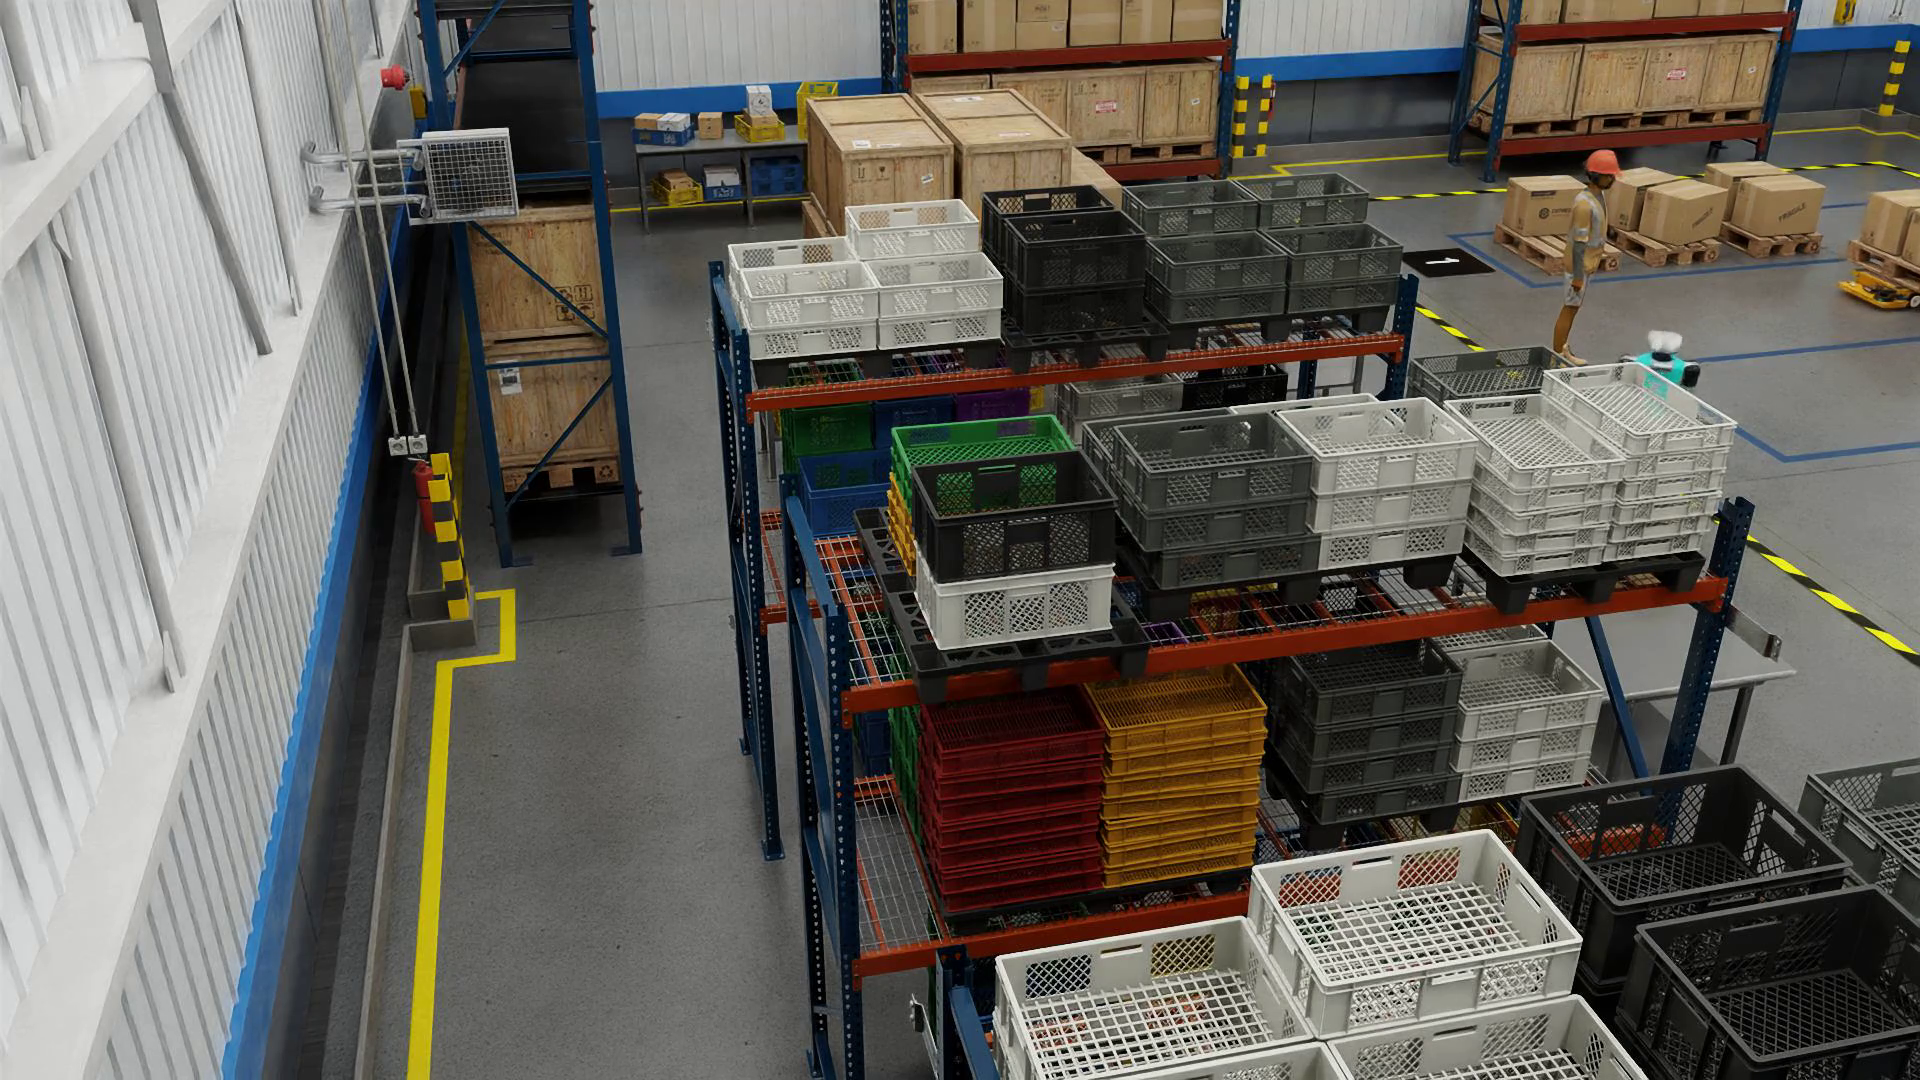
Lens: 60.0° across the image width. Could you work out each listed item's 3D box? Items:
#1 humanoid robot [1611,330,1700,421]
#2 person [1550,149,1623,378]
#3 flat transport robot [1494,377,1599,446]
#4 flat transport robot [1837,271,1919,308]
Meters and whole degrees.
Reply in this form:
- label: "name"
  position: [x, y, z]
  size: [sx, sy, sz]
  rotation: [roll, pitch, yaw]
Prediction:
- label: "humanoid robot"
  position: [4.823, -0.721, 11.871]
  size: [0.531, 1.796, 0.811]
  rotation: [7, 29, 12]
- label: "person"
  position: [5.558, -2.459, 14.808]
  size: [0.365, 2.047, 0.607]
  rotation: [14, 31, 25]
- label: "flat transport robot"
  position: [4.780, -1.036, 14.013]
  size: [0.659, 0.231, 1.431]
  rotation: [-6, 28, -12]
- label: "flat transport robot"
  position: [9.811, -2.615, 16.977]
  size: [1.431, 0.197, 0.652]
  rotation: [-6, 28, -12]
